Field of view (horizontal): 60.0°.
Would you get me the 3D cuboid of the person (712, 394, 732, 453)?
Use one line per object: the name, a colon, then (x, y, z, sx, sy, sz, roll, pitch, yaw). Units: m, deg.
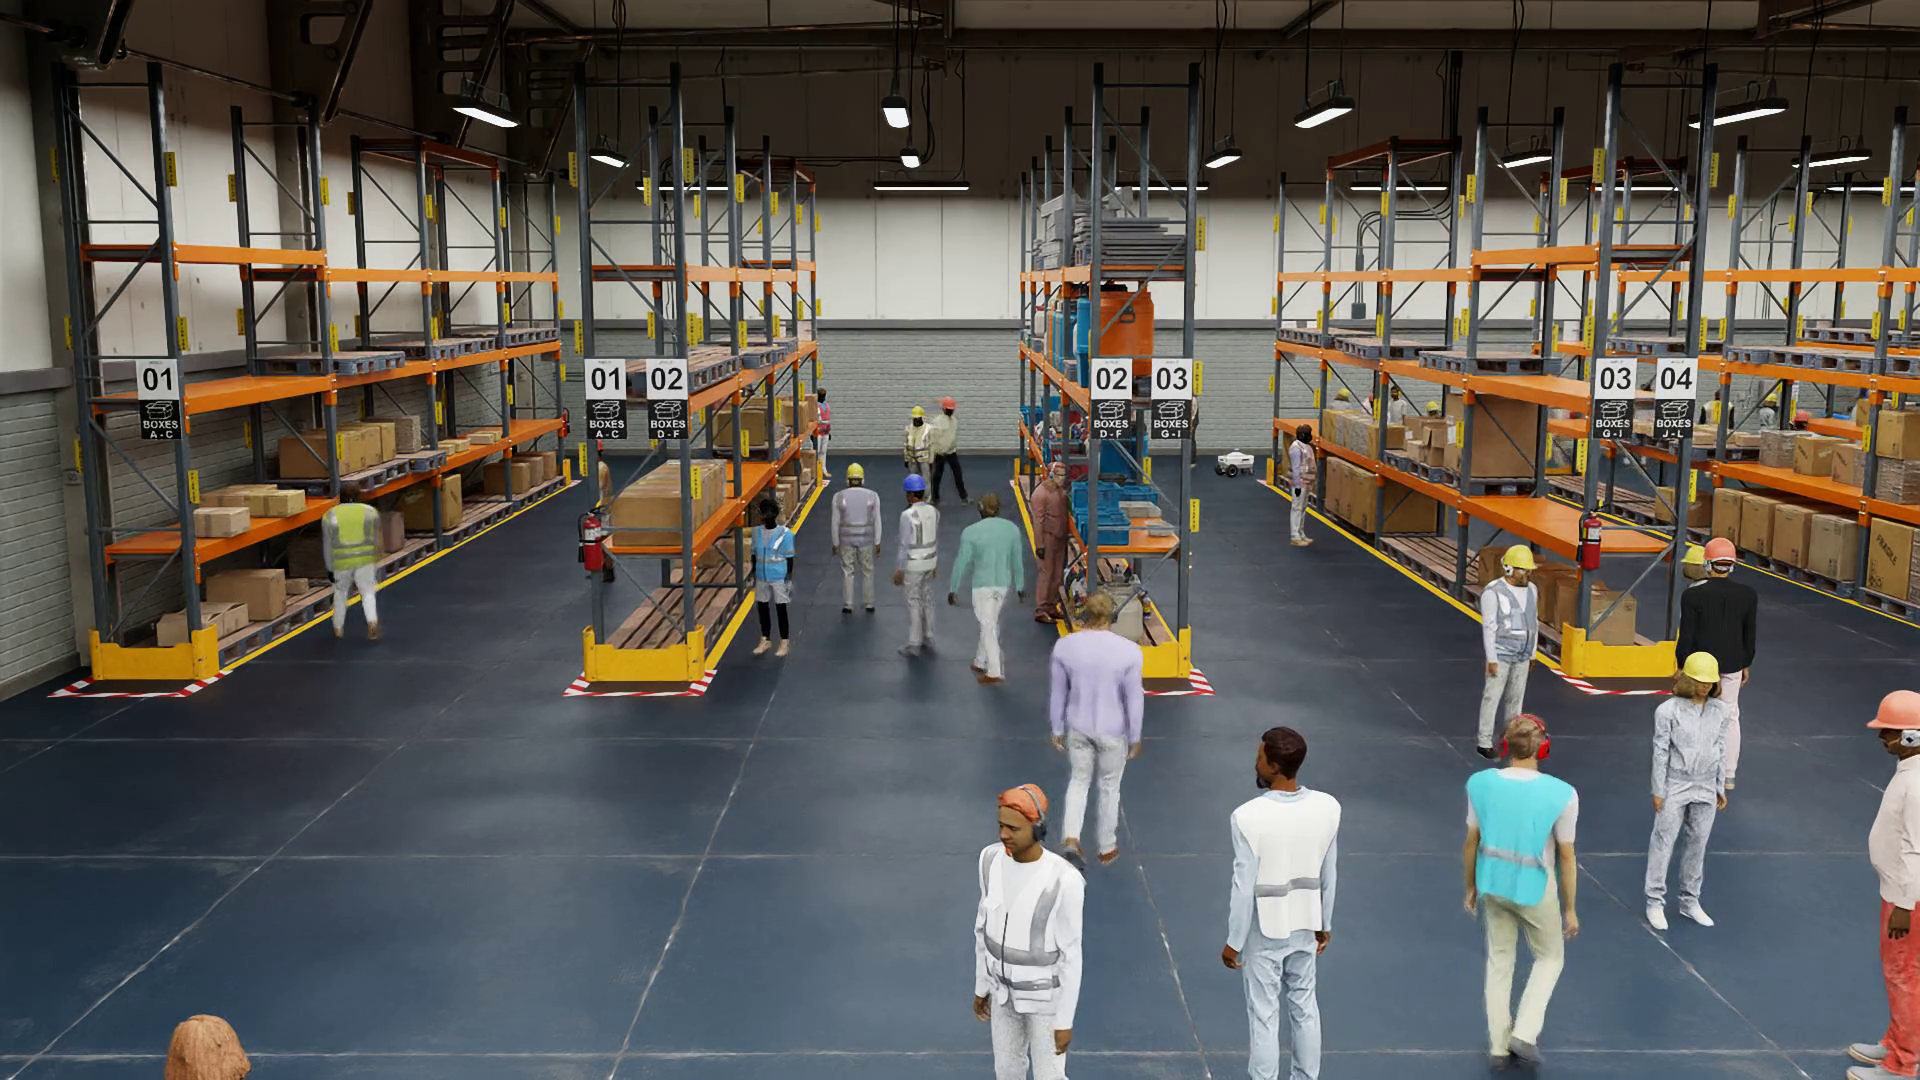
person: (-5.034, -2.515, 35.471, 0.622, 1.992, 0.395, 5, 10, 28)

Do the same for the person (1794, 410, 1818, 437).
person: (13.537, -1.126, 26.783, 0.555, 1.925, 0.568, -1, 9, -5)

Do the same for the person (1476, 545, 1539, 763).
person: (4.580, 0.937, 13.837, 0.583, 1.825, 0.403, -4, 10, -25)

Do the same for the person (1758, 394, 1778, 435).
person: (16.304, -2.090, 33.582, 0.325, 1.732, 0.489, 0, 9, -2)

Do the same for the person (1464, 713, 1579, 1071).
person: (2.823, 1.779, 8.370, 0.609, 1.827, 0.454, 7, 12, 40)

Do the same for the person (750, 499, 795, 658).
person: (-1.979, 0.407, 17.678, 0.575, 1.686, 0.344, 5, 10, 28)

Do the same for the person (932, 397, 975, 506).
person: (-0.148, -1.543, 29.412, 0.957, 1.939, 0.597, 9, 12, 44)

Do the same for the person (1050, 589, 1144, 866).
person: (0.909, 1.295, 11.191, 0.643, 1.929, 0.601, 3, 9, 21)

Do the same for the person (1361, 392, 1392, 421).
person: (8.574, -2.237, 34.252, 0.646, 1.826, 1.040, 0, 9, 3)

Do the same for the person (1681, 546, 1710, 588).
person: (6.275, 0.914, 14.215, 0.313, 1.744, 0.487, 6, 11, 36)

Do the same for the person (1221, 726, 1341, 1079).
person: (1.512, 1.819, 7.827, 0.597, 1.919, 0.379, -4, 10, -26)

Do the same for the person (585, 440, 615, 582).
person: (-4.813, -0.397, 22.078, 0.389, 1.927, 0.554, -3, 9, -17)

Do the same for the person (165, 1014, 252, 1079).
person: (-2.395, 2.341, 5.438, 0.295, 1.626, 0.498, 8, 12, 40)

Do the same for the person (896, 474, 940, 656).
person: (-0.457, 0.264, 17.746, 0.405, 1.945, 0.616, 6, 10, 32)

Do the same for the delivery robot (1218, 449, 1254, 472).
delivery robot: (5.654, -1.621, 34.034, 0.707, 0.478, 0.477, -4, 9, -23)

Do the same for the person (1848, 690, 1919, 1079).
person: (4.671, 1.723, 8.258, 0.410, 1.981, 0.627, 4, 10, 25)

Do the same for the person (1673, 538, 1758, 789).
person: (5.906, 0.972, 13.035, 0.608, 1.995, 0.377, 0, 9, -1)

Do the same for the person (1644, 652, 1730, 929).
person: (4.497, 1.534, 10.234, 0.493, 1.740, 0.325, -1, 9, -9)

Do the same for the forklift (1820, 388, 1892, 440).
forklift: (20.072, -3.110, 36.462, 1.873, 2.768, 1.129, 0, 9, 0)

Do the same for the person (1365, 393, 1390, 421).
person: (7.719, -1.784, 31.000, 0.549, 1.928, 0.388, 0, 9, 2)

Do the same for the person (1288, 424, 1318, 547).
person: (5.179, -0.833, 25.140, 0.429, 1.843, 0.630, 4, 10, 25)

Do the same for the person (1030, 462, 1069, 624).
person: (1.083, 0.025, 19.466, 0.400, 1.892, 0.659, 6, 11, 33)

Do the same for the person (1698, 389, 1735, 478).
person: (15.424, -2.181, 33.932, 0.683, 1.796, 0.833, 5, 10, 28)

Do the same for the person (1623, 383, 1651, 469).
person: (14.430, -2.425, 35.386, 0.558, 1.840, 0.369, -2, 9, -12)

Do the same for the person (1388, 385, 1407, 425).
person: (8.991, -2.272, 34.358, 0.326, 1.861, 0.509, -7, 11, -39)

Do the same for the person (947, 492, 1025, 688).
person: (0.226, 0.474, 16.531, 0.763, 1.894, 0.874, -5, 10, -29)

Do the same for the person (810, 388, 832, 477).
person: (-2.831, -2.165, 33.715, 0.429, 1.843, 0.627, 6, 10, 33)

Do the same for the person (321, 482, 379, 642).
person: (-6.740, 0.238, 18.439, 0.616, 1.783, 0.870, -4, 10, -24)

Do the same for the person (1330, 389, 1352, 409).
person: (8.152, -2.402, 35.723, 0.509, 1.685, 0.867, 3, 9, 17)

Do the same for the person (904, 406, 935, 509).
person: (-0.717, -1.418, 28.975, 0.595, 1.825, 0.404, 4, 10, 25)

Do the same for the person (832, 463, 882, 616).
person: (-1.237, -0.005, 19.853, 0.600, 1.827, 0.404, -1, 9, -9)

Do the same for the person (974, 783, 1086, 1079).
person: (0.283, 1.952, 7.108, 0.573, 1.880, 0.359, 9, 12, 44)
